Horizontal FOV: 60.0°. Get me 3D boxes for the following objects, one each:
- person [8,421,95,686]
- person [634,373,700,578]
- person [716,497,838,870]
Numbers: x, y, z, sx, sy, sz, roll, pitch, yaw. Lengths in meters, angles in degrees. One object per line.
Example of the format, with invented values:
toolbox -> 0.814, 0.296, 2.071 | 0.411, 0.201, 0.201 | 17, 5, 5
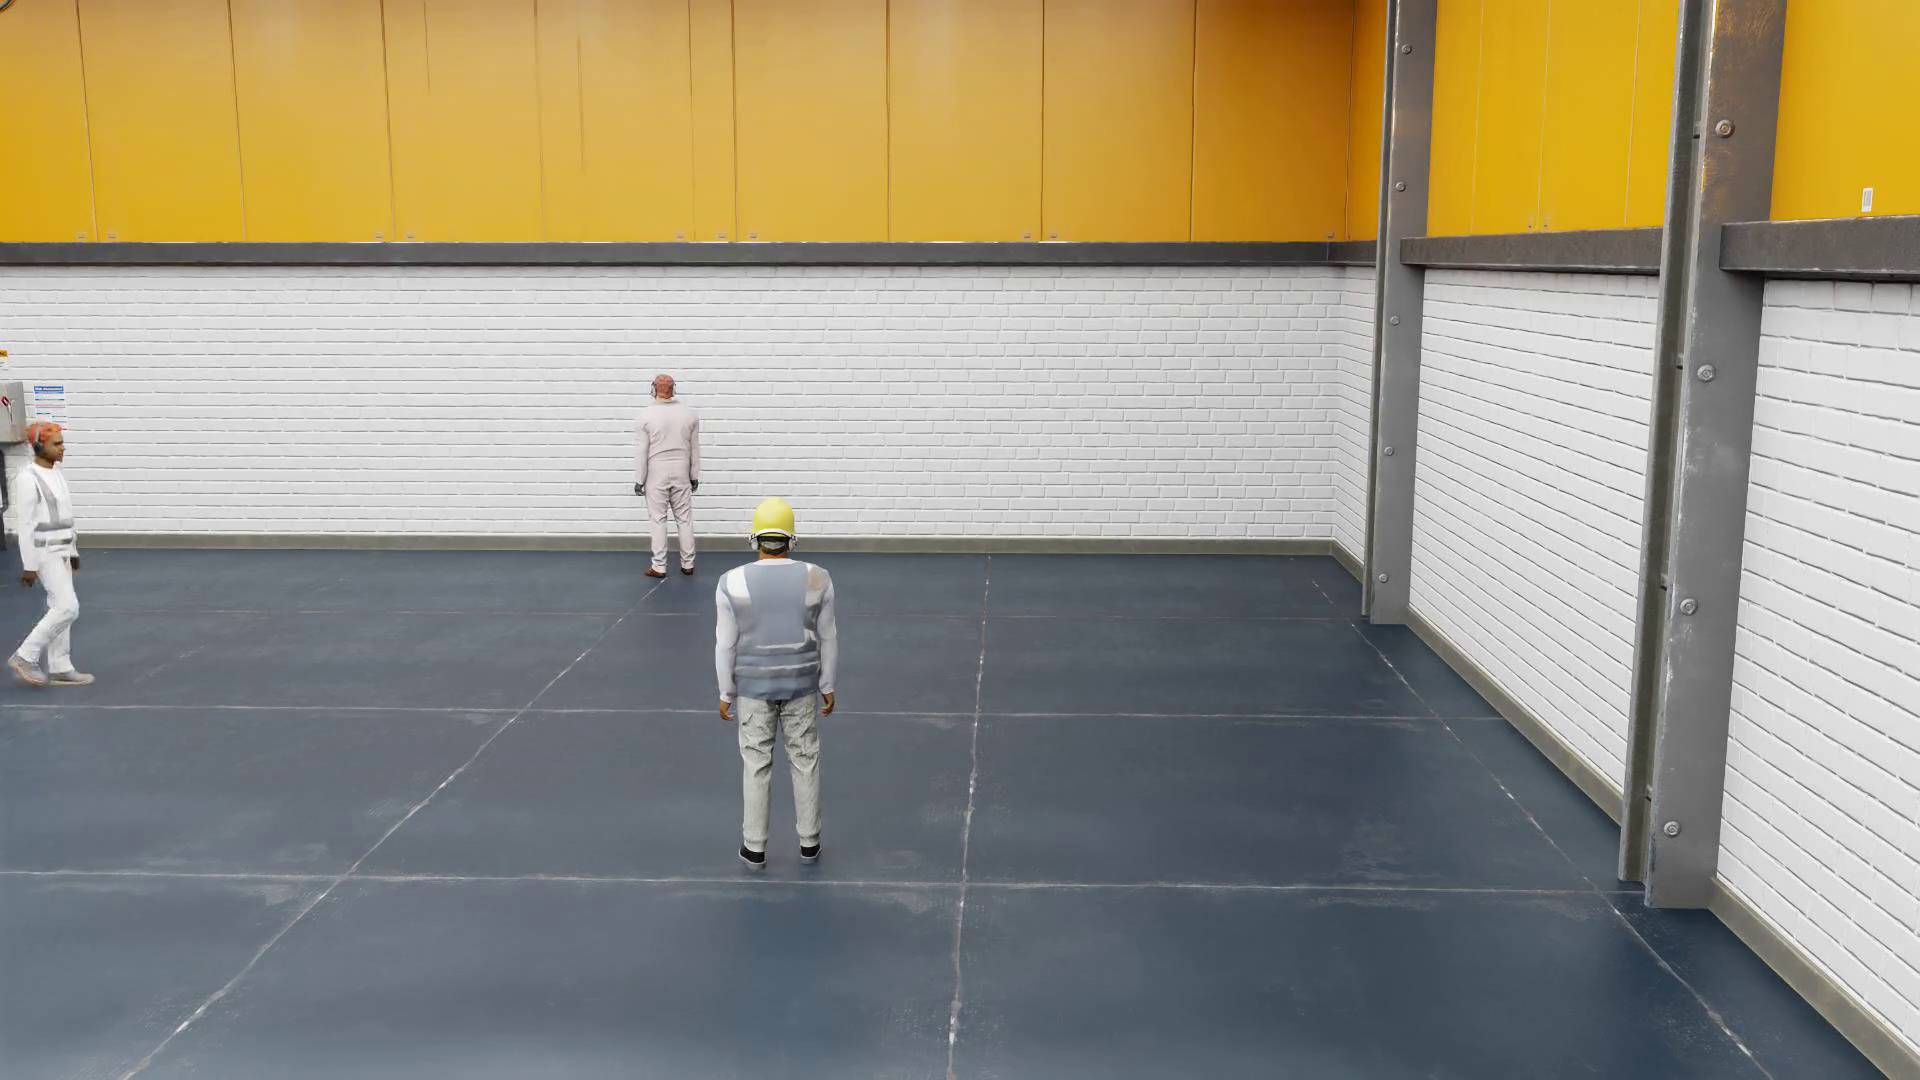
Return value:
person -> -6.290, 0.110, 11.510 | 0.438, 1.871, 0.578 | -2, 10, -10
person -> -2.749, -0.600, 15.545 | 0.652, 1.906, 0.402 | -6, 11, -32
person -> -0.897, 0.701, 8.146 | 0.599, 1.832, 0.404 | -3, 10, -14
